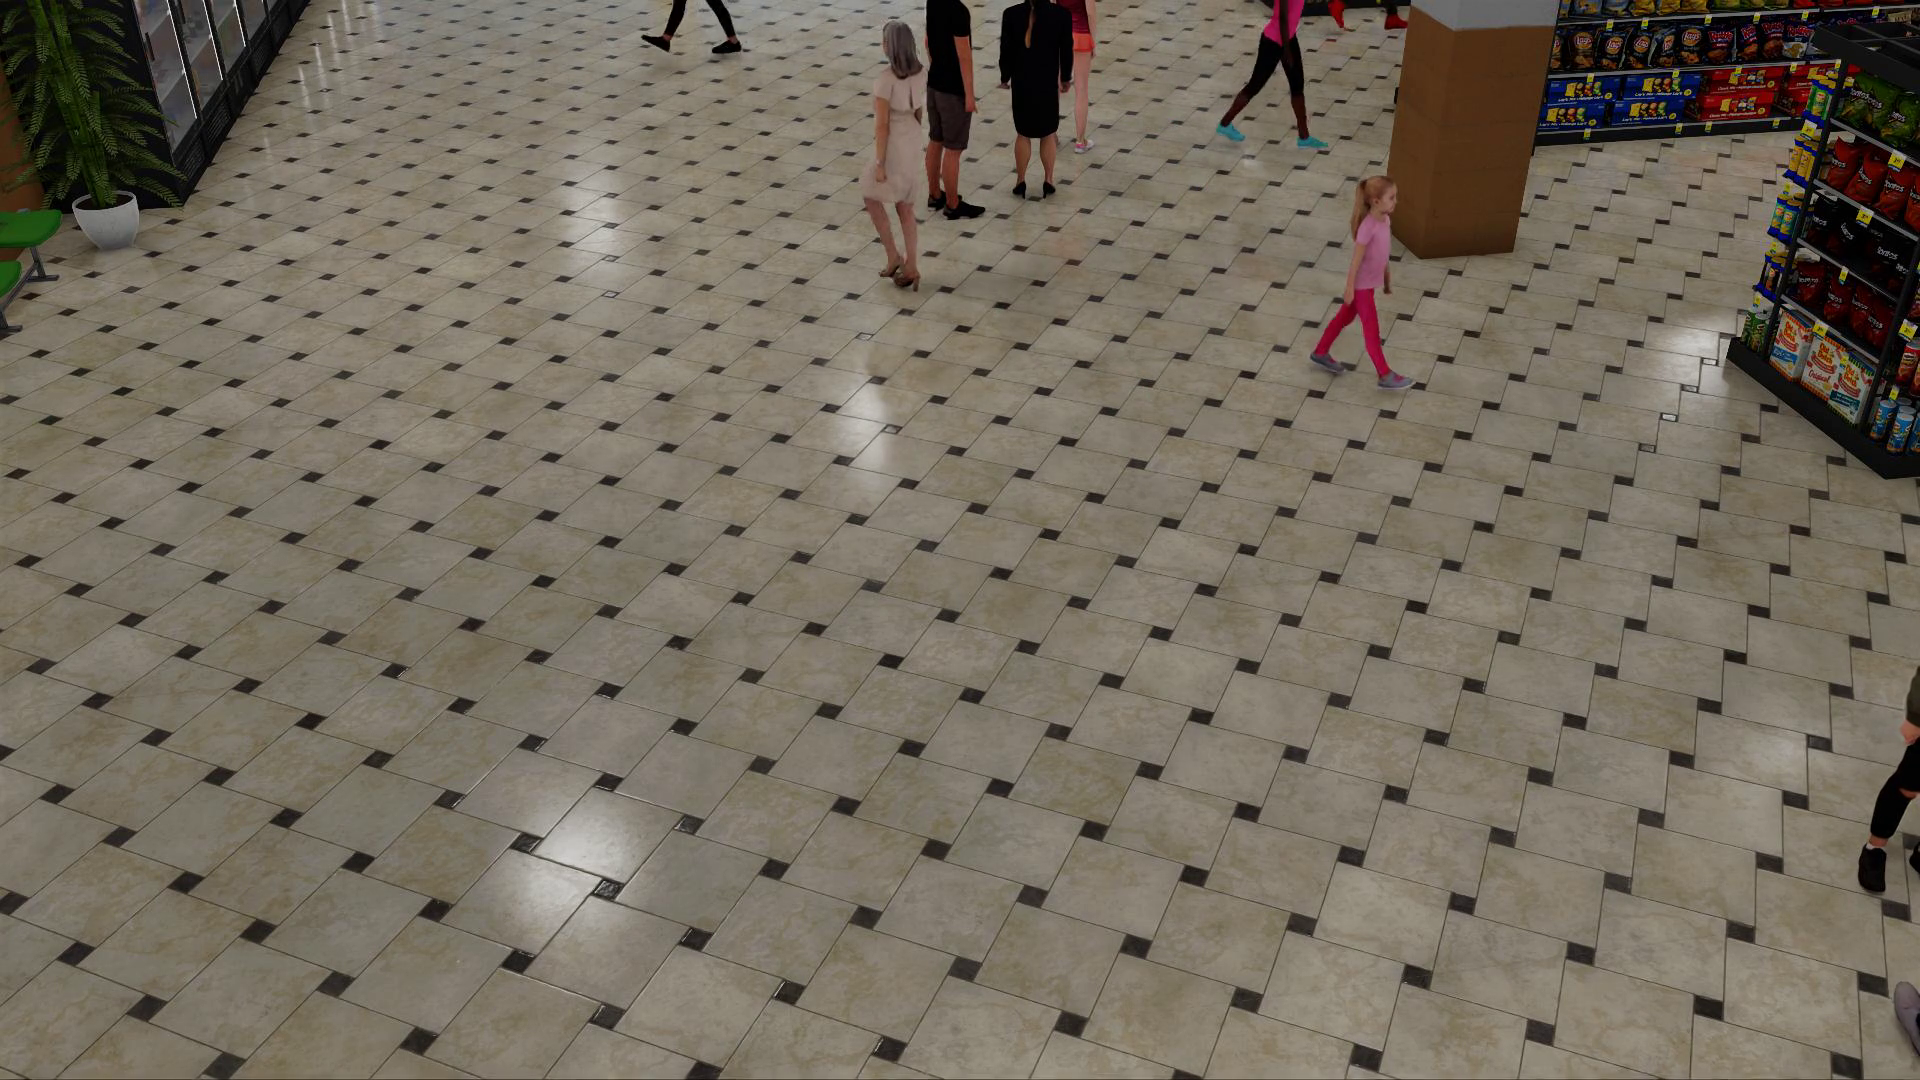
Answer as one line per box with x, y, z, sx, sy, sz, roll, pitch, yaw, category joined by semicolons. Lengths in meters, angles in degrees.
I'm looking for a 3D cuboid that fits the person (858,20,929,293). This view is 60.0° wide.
-0.323;-2.385;10.548;0.810;1.718;0.739;27;41;36;person

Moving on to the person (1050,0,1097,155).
0.855;-3.917;12.980;0.595;1.750;0.701;10;33;16;person

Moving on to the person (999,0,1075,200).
0.544;-3.309;12.078;0.650;1.671;0.812;2;32;3;person

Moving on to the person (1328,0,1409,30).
4.011;-5.756;15.912;1.159;1.775;0.738;-1;32;-2;person

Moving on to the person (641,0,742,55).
-2.322;-5.242;15.193;1.129;1.661;0.616;-6;32;-9;person

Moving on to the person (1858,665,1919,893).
3.578;0.636;5.922;0.550;1.475;0.699;5;32;7;person

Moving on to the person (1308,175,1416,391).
2.263;-1.487;9.560;0.939;1.239;0.858;19;37;27;person

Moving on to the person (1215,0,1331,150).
2.393;-3.866;12.971;1.194;1.673;1.017;15;35;22;person

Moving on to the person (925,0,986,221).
-0.087;-3.209;11.737;0.701;1.861;0.755;-17;36;-25;person
